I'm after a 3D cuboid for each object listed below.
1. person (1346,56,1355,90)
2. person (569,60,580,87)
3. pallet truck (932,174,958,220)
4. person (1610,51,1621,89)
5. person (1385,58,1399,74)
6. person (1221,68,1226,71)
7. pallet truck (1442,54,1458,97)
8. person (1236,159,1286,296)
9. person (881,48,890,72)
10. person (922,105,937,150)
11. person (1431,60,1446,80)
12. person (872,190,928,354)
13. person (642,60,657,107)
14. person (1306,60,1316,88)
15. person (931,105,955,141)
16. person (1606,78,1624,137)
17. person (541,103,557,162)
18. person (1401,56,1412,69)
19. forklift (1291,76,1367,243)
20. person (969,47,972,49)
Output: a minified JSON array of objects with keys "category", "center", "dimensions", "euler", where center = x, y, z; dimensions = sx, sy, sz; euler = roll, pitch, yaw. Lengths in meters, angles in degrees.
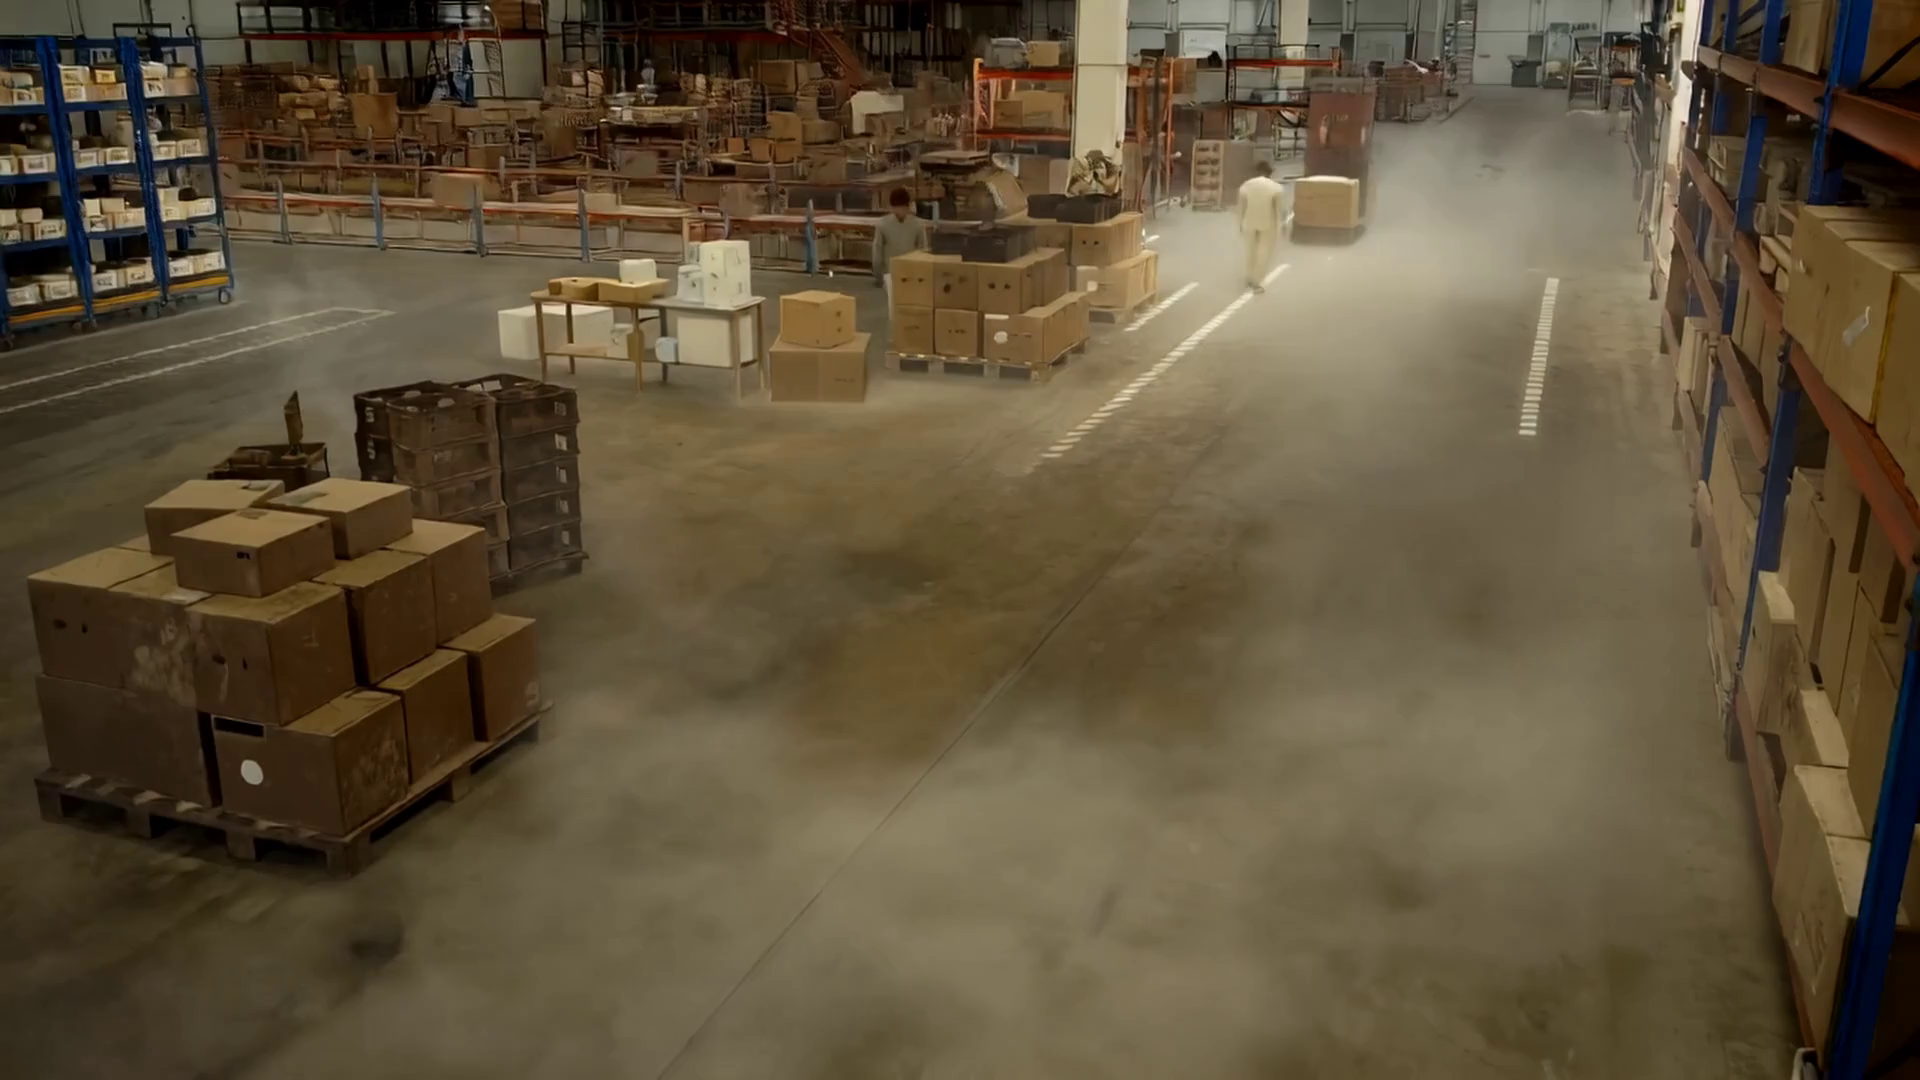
[{"category":"person","center":[20.026,-23.978,85.415],"dimensions":[0.531,1.698,0.320],"euler":[-14,22,-37]},{"category":"person","center":[-16.807,-19.993,72.596],"dimensions":[0.355,1.883,0.574],"euler":[11,21,32]},{"category":"pallet truck","center":[-0.507,-5.292,27.348],"dimensions":[0.653,1.274,1.630],"euler":[6,19,19]},{"category":"person","center":[33.525,-24.007,85.119],"dimensions":[0.545,1.938,0.361],"euler":[3,18,8]},{"category":"person","center":[19.419,-20.718,74.854],"dimensions":[0.631,1.905,0.954],"euler":[0,18,-1]},{"category":"person","center":[9.310,-15.506,58.239],"dimensions":[0.698,2.000,0.808],"euler":[-13,22,-35]},{"category":"pallet truck","center":[22.765,-21.886,78.355],"dimensions":[0.823,1.965,1.885],"euler":[-4,18,-14]},{"category":"person","center":[4.295,-4.458,23.725],"dimensions":[0.645,1.916,0.592],"euler":[13,22,35]},{"category":"person","center":[-4.441,-28.034,97.969],"dimensions":[0.632,1.819,0.719],"euler":[-8,19,-23]},{"category":"person","center":[-0.674,-9.952,41.367],"dimensions":[0.547,1.679,0.381],"euler":[6,19,18]},{"category":"person","center":[20.767,-19.934,72.384],"dimensions":[0.648,1.904,0.686],"euler":[-2,18,-6]},{"category":"person","center":[-0.674,-3.124,19.498],"dimensions":[0.620,1.934,1.012],"euler":[-7,19,-20]},{"category":"person","center":[-12.512,-18.293,67.008],"dimensions":[0.606,2.034,0.397],"euler":[-11,21,-31]},{"category":"person","center":[16.633,-21.980,79.117],"dimensions":[0.493,1.722,0.740],"euler":[-10,20,-29]},{"category":"person","center":[-0.385,-9.282,39.039],"dimensions":[0.588,1.823,0.403],"euler":[-8,19,-23]},{"category":"person","center":[21.255,-13.990,53.800],"dimensions":[0.734,1.836,0.549],"euler":[-10,20,-29]},{"category":"person","center":[-10.150,-9.894,41.072],"dimensions":[0.551,1.752,0.365],"euler":[15,23,39]},{"category":"person","center":[21.300,-22.190,79.590],"dimensions":[0.626,1.837,0.430],"euler":[-6,19,-18]},{"category":"forklift","center":[6.598,-6.755,29.381],"dimensions":[1.129,2.768,1.873],"euler":[6,19,19]},{"category":"person","center":[0.559,-27.531,96.190],"dimensions":[0.379,1.938,0.547],"euler":[14,22,36]}]
